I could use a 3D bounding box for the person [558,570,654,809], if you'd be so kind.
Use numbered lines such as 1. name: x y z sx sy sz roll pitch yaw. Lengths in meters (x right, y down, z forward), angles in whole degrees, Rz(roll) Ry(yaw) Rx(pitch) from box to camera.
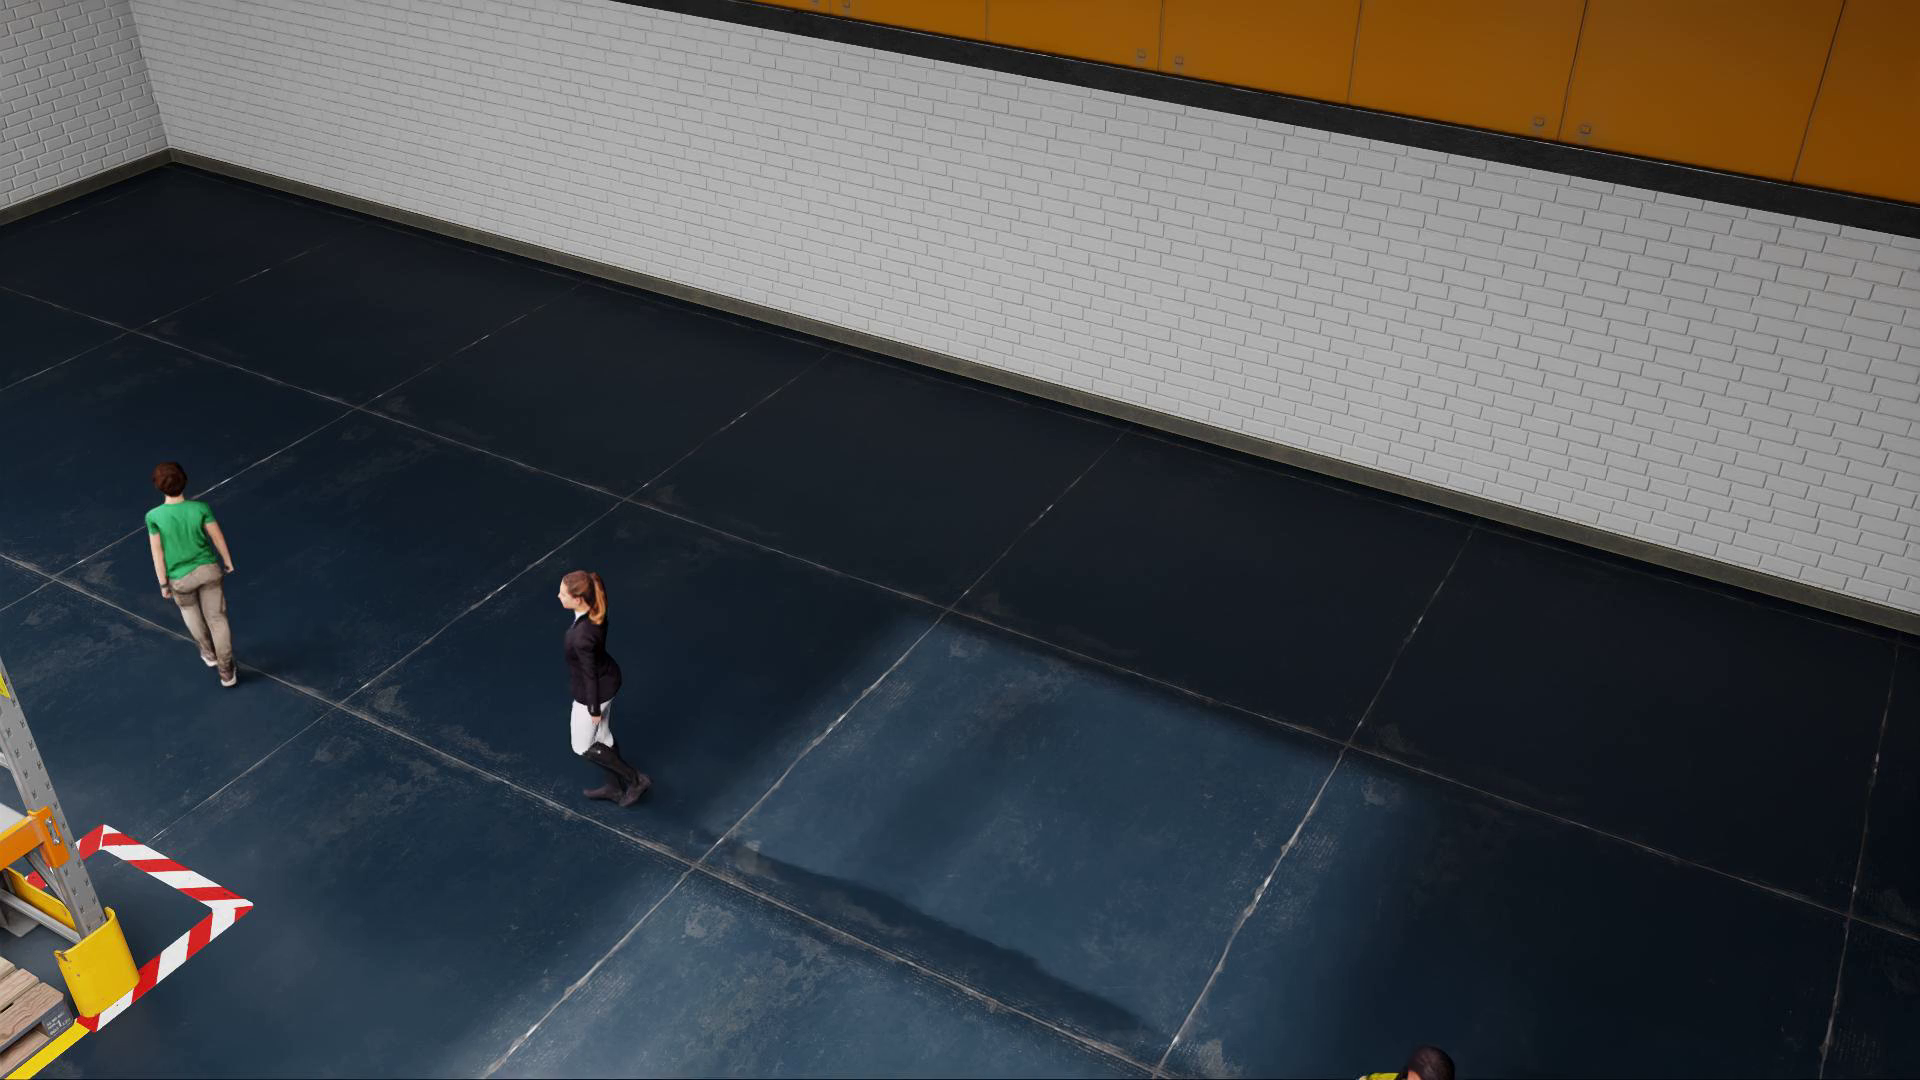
1. person: -2.076 0.912 9.887 0.789 1.719 0.750 -1 34 -1

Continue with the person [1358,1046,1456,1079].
1. person: 1.938 2.718 7.241 0.695 1.641 1.003 17 37 24

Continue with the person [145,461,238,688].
1. person: -5.018 0.269 10.929 0.821 1.636 0.866 -15 36 -21
